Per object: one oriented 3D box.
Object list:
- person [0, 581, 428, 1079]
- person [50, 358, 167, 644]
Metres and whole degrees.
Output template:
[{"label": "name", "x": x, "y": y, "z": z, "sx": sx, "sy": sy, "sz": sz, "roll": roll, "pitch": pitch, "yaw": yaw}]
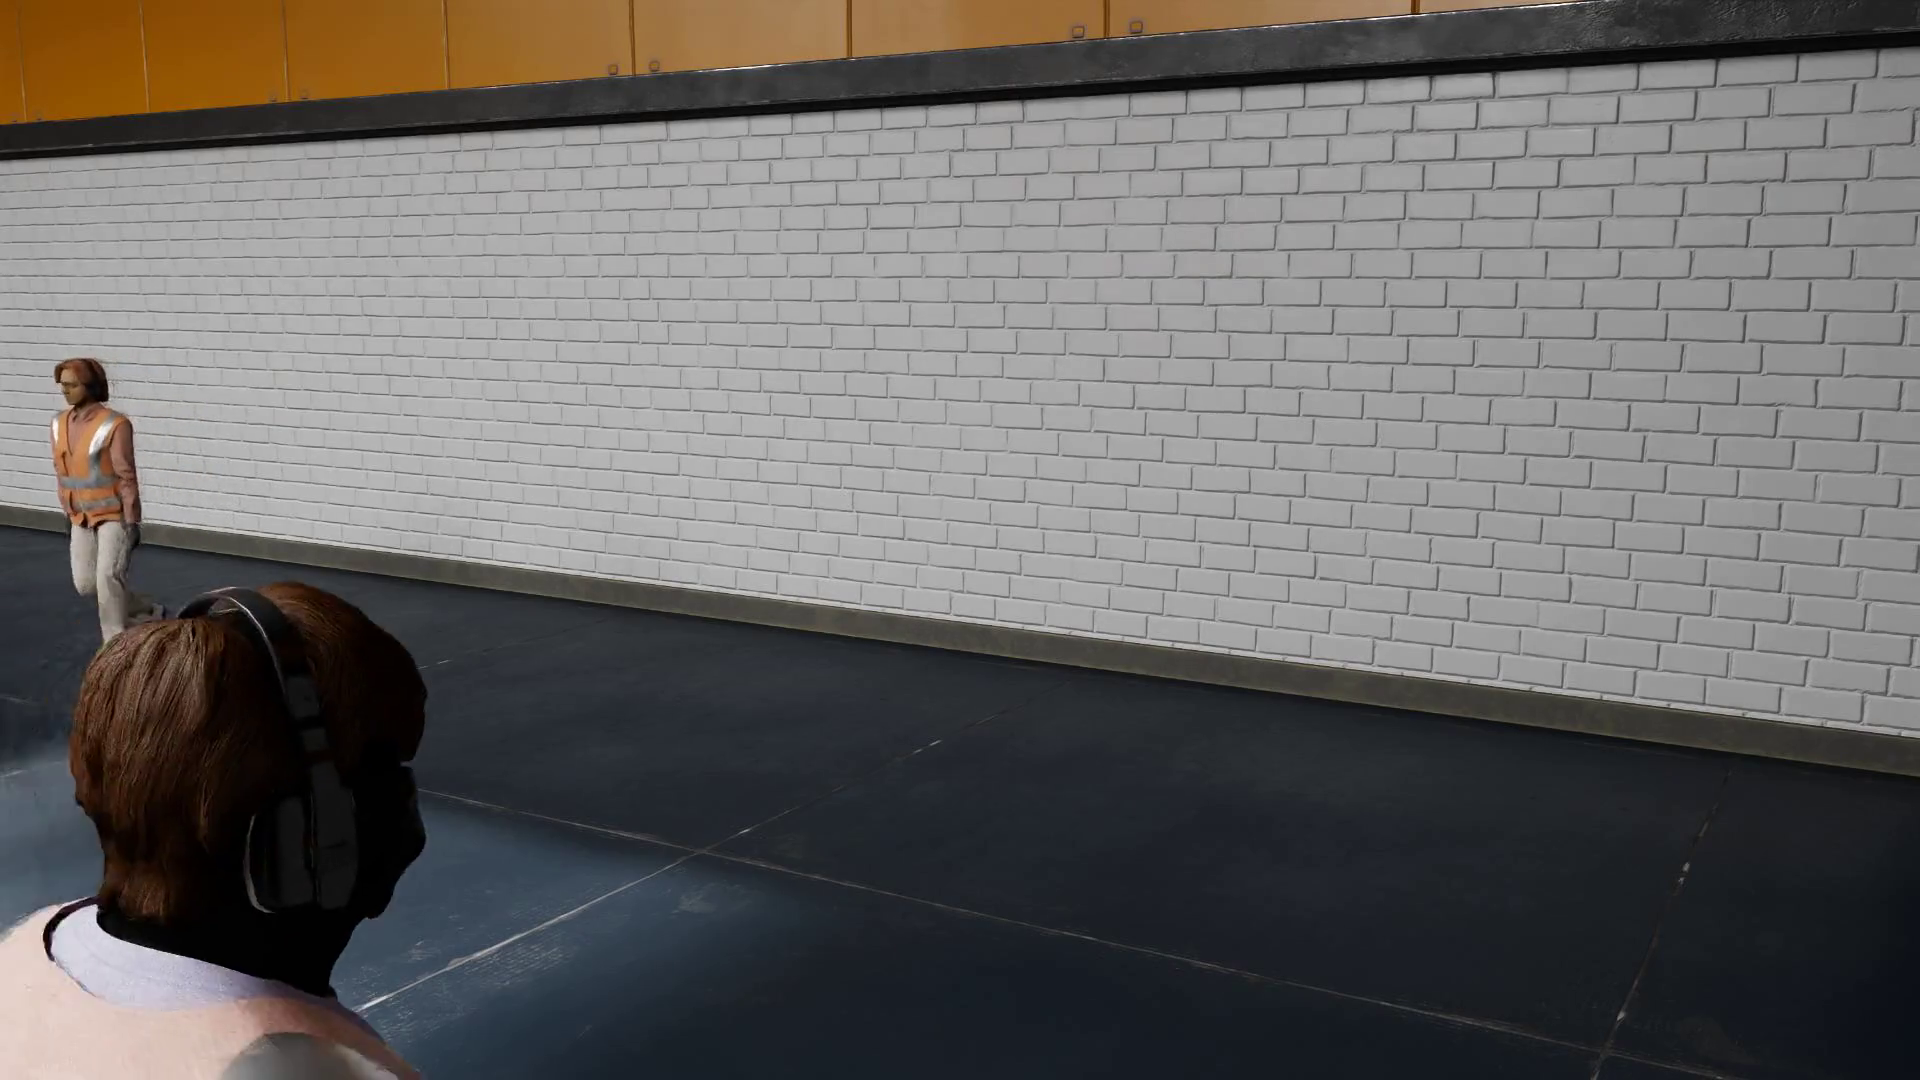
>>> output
[{"label": "person", "x": -0.486, "y": 0.919, "z": 1.347, "sx": 0.651, "sy": 1.789, "sz": 0.978, "roll": 9, "pitch": 13, "yaw": 44}, {"label": "person", "x": -4.239, "y": -0.113, "z": 8.346, "sx": 0.529, "sy": 1.622, "sz": 0.550, "roll": 3, "pitch": 10, "yaw": 20}]
